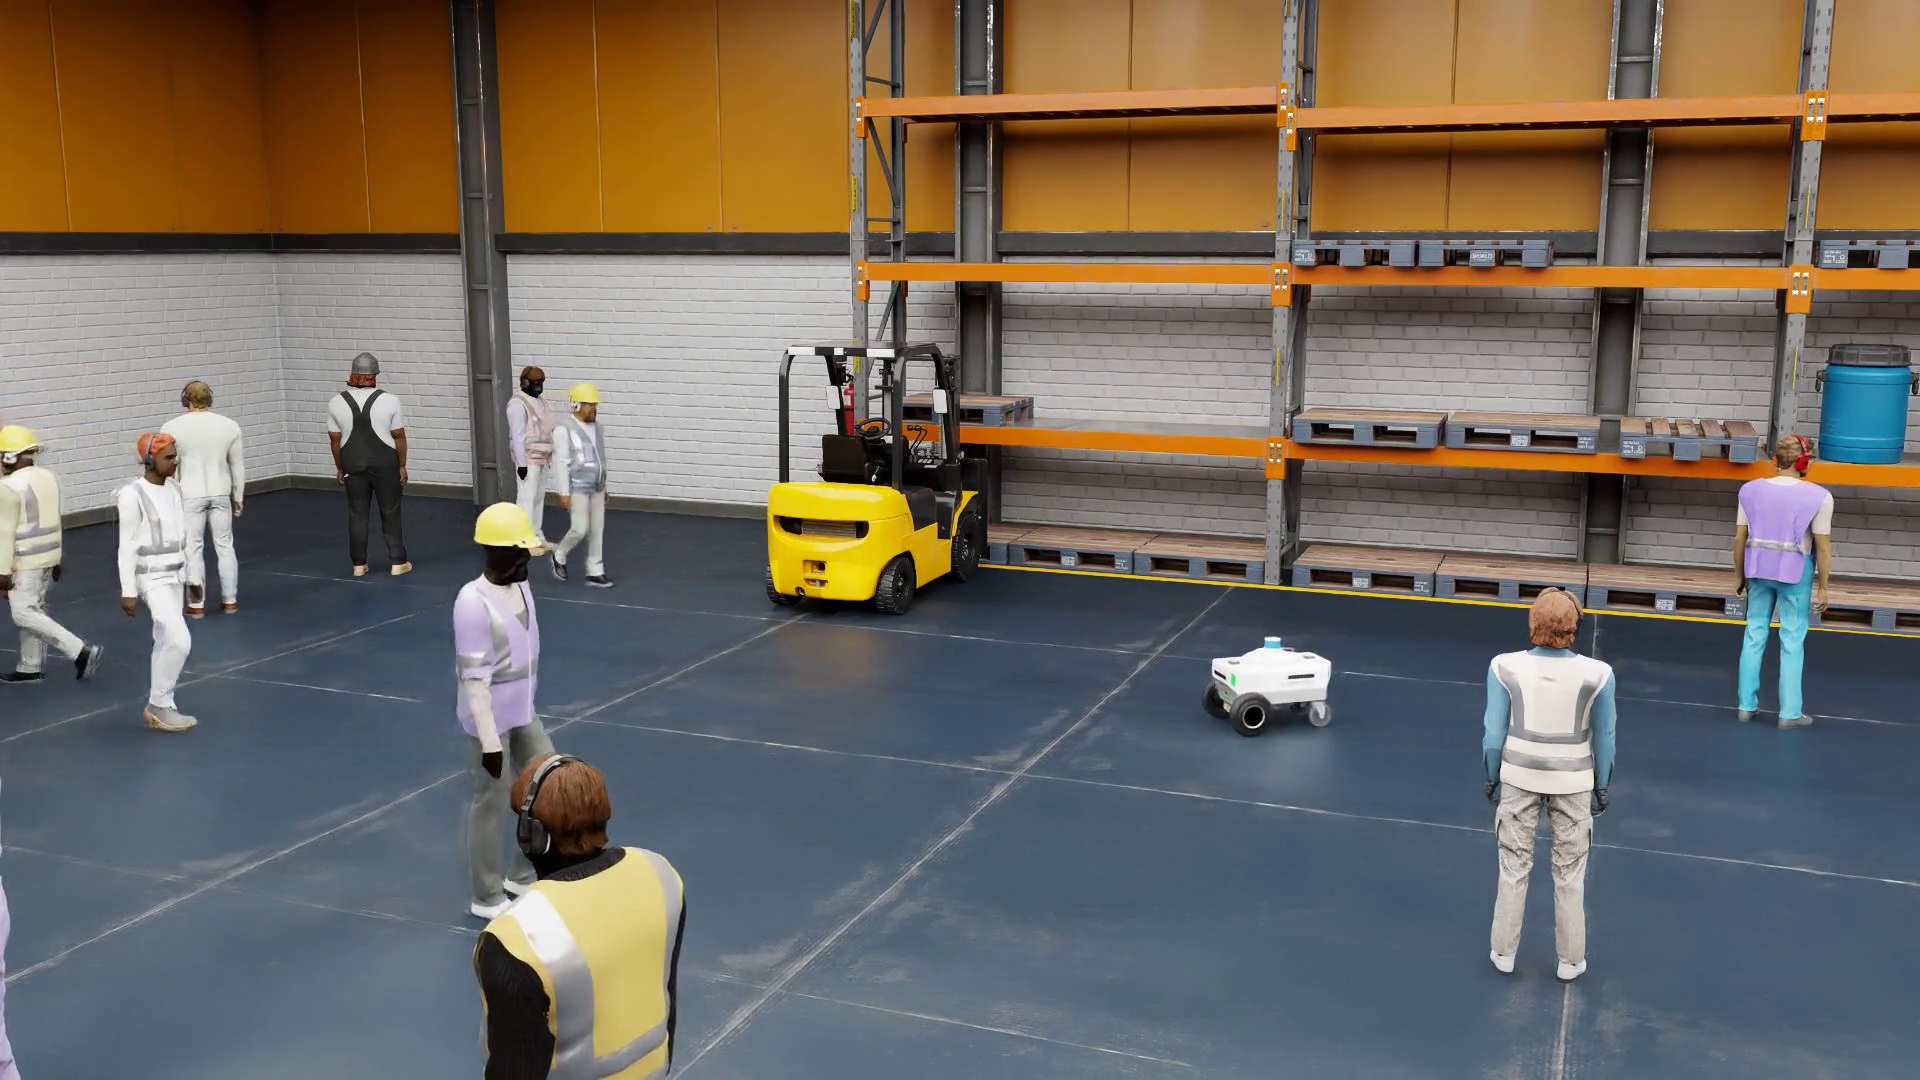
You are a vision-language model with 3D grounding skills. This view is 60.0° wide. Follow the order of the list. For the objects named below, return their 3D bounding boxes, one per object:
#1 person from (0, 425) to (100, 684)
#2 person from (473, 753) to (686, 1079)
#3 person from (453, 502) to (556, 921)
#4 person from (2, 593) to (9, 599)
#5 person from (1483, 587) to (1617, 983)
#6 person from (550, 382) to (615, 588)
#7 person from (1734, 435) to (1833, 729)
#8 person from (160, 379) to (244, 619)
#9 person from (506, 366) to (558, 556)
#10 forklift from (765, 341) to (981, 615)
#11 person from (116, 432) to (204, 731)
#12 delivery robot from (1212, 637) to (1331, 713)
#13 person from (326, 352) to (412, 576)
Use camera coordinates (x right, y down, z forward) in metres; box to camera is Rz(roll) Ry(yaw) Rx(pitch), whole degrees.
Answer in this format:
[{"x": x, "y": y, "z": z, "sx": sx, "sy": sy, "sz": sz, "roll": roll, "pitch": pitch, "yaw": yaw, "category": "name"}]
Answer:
[{"x": -6.247, "y": 0.122, "z": 11.289, "sx": 0.723, "sy": 1.815, "sz": 0.595, "roll": 0, "pitch": 10, "yaw": 1, "category": "person"}, {"x": -0.926, "y": 1.409, "z": 4.025, "sx": 0.429, "sy": 1.842, "sz": 0.632, "roll": 5, "pitch": 12, "yaw": 28, "category": "person"}, {"x": -1.965, "y": 0.778, "z": 7.332, "sx": 0.553, "sy": 1.907, "sz": 0.618, "roll": 2, "pitch": 10, "yaw": 11, "category": "person"}, {"x": -8.373, "y": -0.388, "z": 14.007, "sx": 1.036, "sy": 1.852, "sz": 0.654, "roll": 1, "pitch": 10, "yaw": 5, "category": "person"}, {"x": 2.404, "y": 1.008, "z": 6.822, "sx": 0.514, "sy": 1.641, "sz": 0.307, "roll": 4, "pitch": 11, "yaw": 20, "category": "person"}, {"x": -3.312, "y": -0.479, "z": 14.596, "sx": 0.523, "sy": 1.818, "sz": 0.616, "roll": 6, "pitch": 12, "yaw": 30, "category": "person"}, {"x": 5.128, "y": 0.262, "z": 10.411, "sx": 0.372, "sy": 1.840, "sz": 0.570, "roll": -9, "pitch": 14, "yaw": -42, "category": "person"}, {"x": -6.124, "y": -0.330, "z": 13.488, "sx": 0.632, "sy": 1.933, "sz": 0.370, "roll": -9, "pitch": 14, "yaw": -42, "category": "person"}, {"x": -4.148, "y": -0.772, "z": 16.193, "sx": 0.429, "sy": 1.835, "sz": 0.634, "roll": 2, "pitch": 10, "yaw": 9, "category": "person"}, {"x": -0.739, "y": -0.602, "z": 14.246, "sx": 1.214, "sy": 2.155, "sz": 2.313, "roll": 4, "pitch": 11, "yaw": 21, "category": "forklift"}, {"x": -4.895, "y": 0.267, "z": 10.276, "sx": 0.476, "sy": 1.871, "sz": 0.588, "roll": 1, "pitch": 10, "yaw": 4, "category": "person"}, {"x": 1.957, "y": 0.853, "z": 10.444, "sx": 0.707, "sy": 0.478, "sz": 0.477, "roll": -3, "pitch": 11, "yaw": -15, "category": "delivery robot"}, {"x": -5.366, "y": -0.694, "z": 15.185, "sx": 0.674, "sy": 2.000, "sz": 0.535, "roll": -1, "pitch": 10, "yaw": -5, "category": "person"}]
